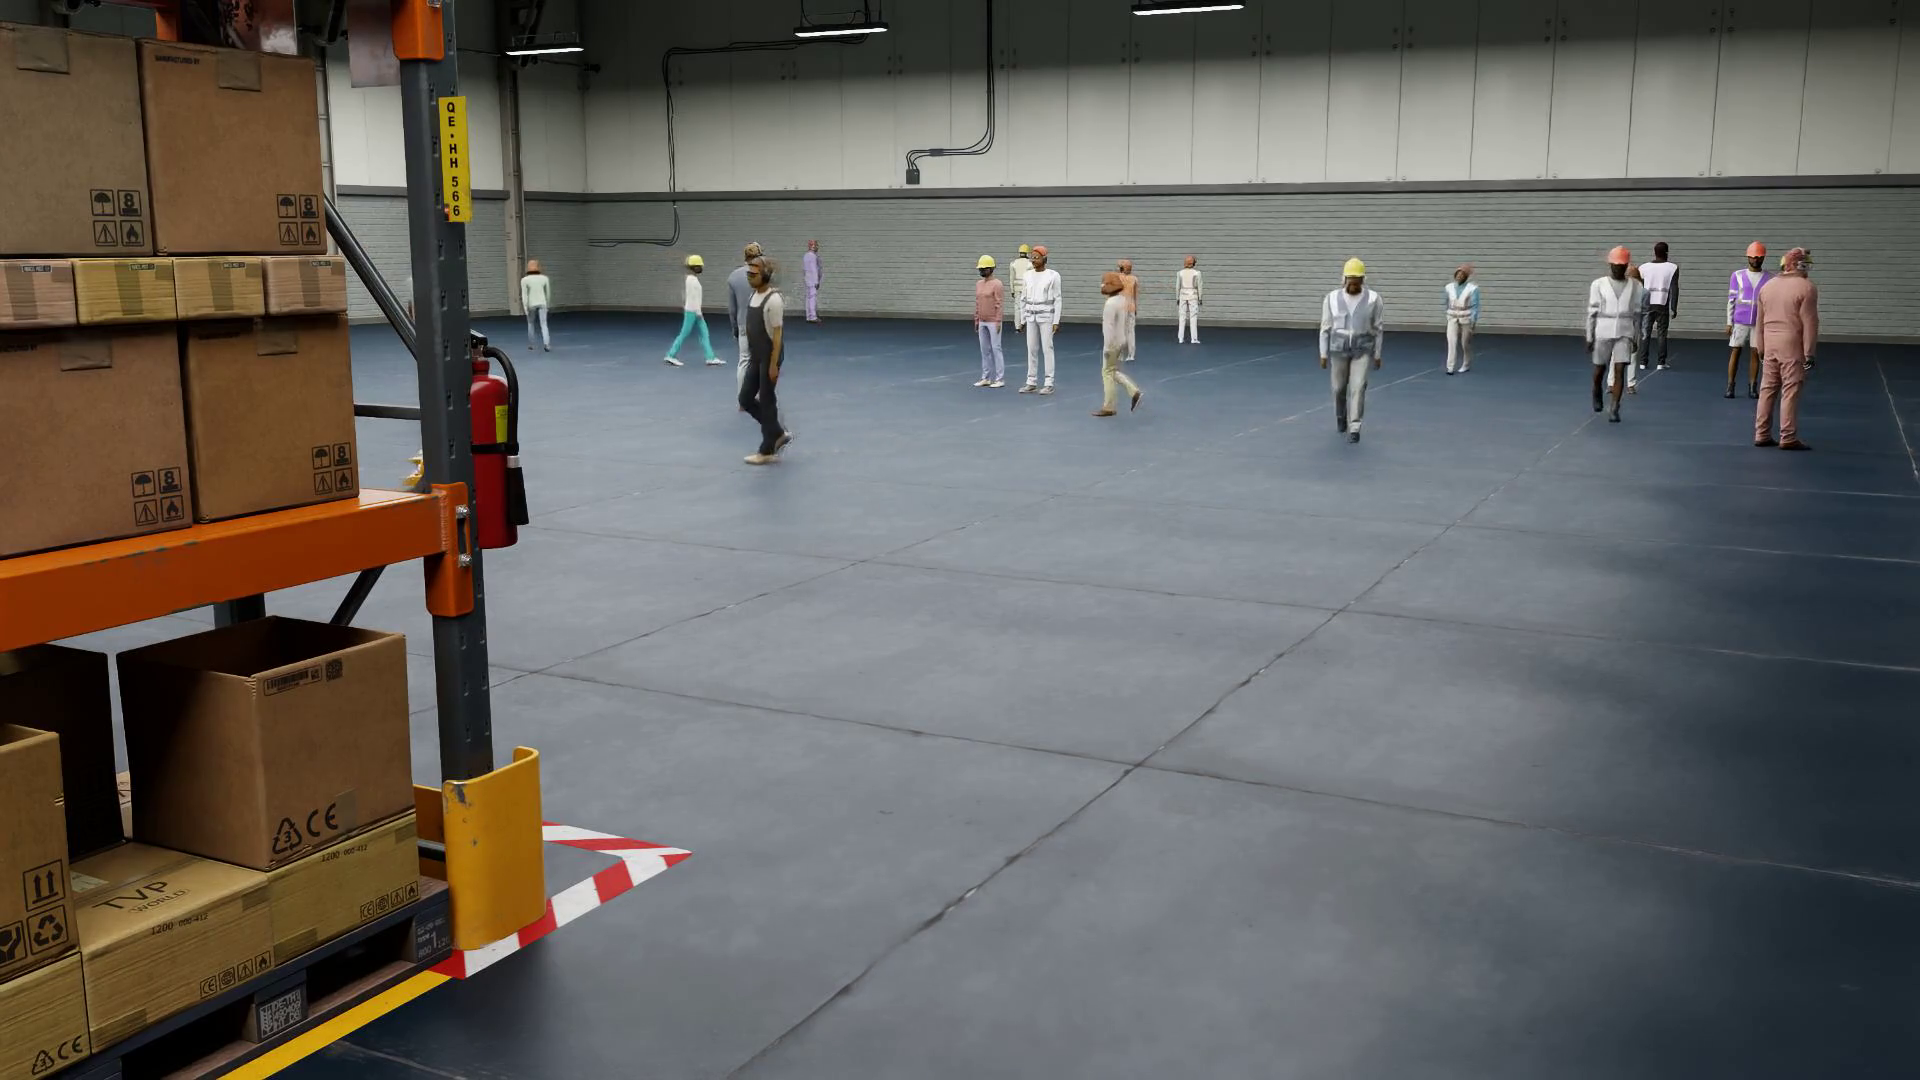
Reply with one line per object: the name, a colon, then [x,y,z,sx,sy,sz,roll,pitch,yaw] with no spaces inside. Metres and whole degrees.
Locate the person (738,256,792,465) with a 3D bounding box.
person: [-1.743,-1.581,14.720,0.416,1.836,0.534,-7,12,-33]

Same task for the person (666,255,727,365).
person: [-4.159,-3.567,25.878,0.916,1.721,0.542,0,10,-2]

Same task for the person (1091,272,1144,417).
person: [1.742,-2.165,18.475,0.479,1.617,0.522,4,11,22]

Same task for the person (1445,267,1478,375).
person: [7.340,-3.206,24.316,0.521,1.568,0.928,6,12,31]

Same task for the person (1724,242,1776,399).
person: [9.816,-2.721,20.656,0.542,1.939,0.363,4,11,19]

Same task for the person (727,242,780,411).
person: [-2.355,-2.433,19.086,0.635,1.938,0.359,5,12,26]

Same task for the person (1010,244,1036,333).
person: [1.331,-5.189,34.403,0.586,1.834,0.403,4,11,19]

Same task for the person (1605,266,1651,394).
person: [8.538,-2.680,21.271,0.501,1.631,0.285,5,11,25]

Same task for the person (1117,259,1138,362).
person: [2.630,-3.663,26.600,0.522,1.645,0.306,-7,12,-33]

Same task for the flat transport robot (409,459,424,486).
flat transport robot: [-4.182,-0.651,13.920,0.652,0.197,1.431,-2,11,-11]

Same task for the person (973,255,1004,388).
person: [0.371,-2.909,22.190,0.350,1.759,0.522,-9,14,-39]

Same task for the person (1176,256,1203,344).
person: [4.282,-4.483,31.088,0.523,1.638,0.311,6,12,28]

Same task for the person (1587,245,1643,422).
person: [7.174,-2.266,18.264,0.550,1.918,0.748,3,11,15]

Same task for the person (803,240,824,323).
person: [-3.387,-5.985,38.541,0.406,1.910,0.639,-4,11,-23]

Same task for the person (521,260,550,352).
person: [-7.381,-4.077,29.006,0.512,1.592,0.863,-5,12,-27]

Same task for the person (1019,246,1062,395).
person: [1.016,-2.798,21.228,0.583,1.882,0.338,7,13,35]

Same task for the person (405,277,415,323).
person: [-6.444,-2.559,20.080,0.529,1.829,0.498,1,10,8]

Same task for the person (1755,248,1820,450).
person: [7.864,-1.807,15.773,0.401,1.904,0.650,-4,11,-20]

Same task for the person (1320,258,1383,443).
person: [3.886,-1.893,16.524,0.602,1.811,0.752,3,11,17]

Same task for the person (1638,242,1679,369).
person: [10.561,-3.545,25.217,0.597,1.915,0.370,7,13,34]

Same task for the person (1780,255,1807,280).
person: [11.898,-3.241,23.992,0.541,1.751,0.368,4,11,21]
